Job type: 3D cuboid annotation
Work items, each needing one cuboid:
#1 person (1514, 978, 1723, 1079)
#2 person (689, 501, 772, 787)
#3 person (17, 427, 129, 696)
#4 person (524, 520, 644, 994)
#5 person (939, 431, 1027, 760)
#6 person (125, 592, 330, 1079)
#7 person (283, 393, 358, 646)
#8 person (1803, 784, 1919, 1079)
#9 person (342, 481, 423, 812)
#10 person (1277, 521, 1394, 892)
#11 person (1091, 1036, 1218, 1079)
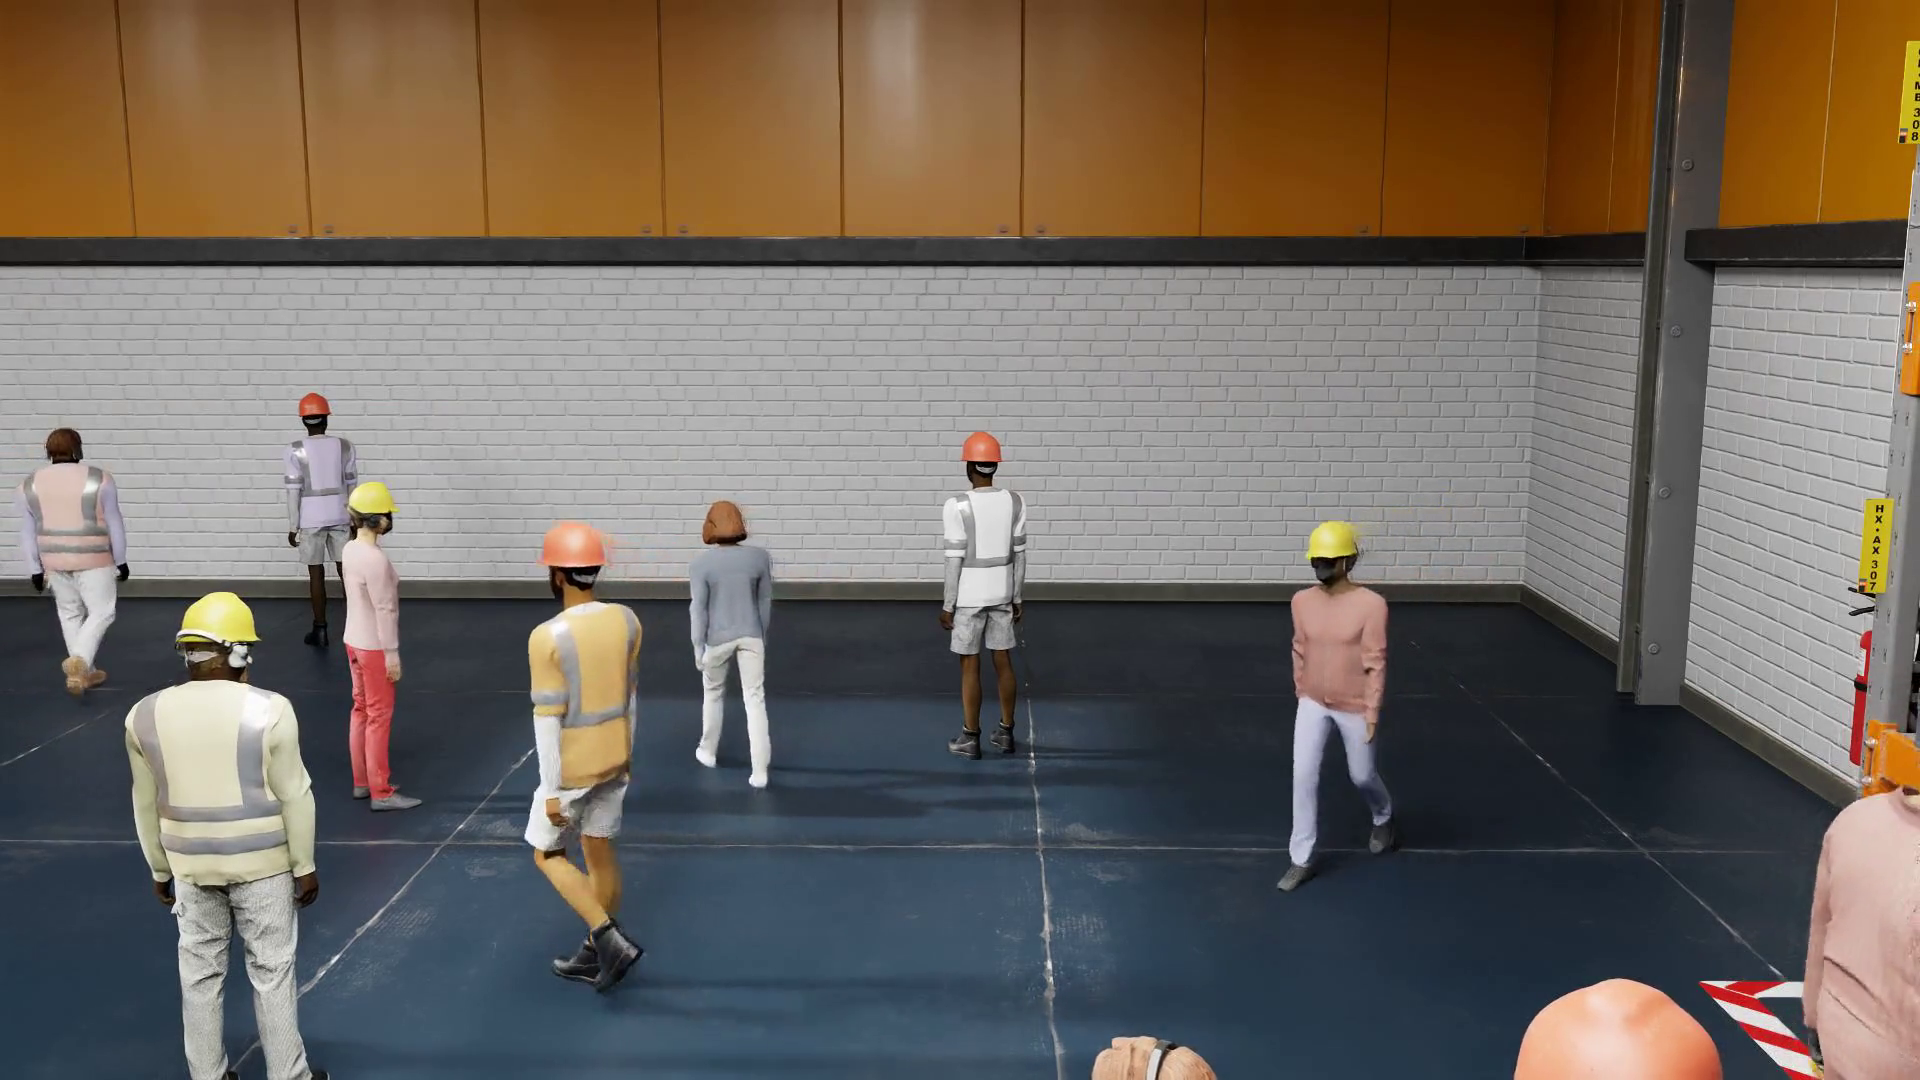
[{"bbox_3d":[0.802,1.548,2.182,0.368,2.048,0.608,-7,12,-37],"label":"person"},{"bbox_3d":[-1.274,0.575,9.400,0.507,1.580,0.842,-4,10,-23],"label":"person"},{"bbox_3d":[-5.966,0.156,11.198,0.632,1.826,0.716,-1,10,-6],"label":"person"},{"bbox_3d":[-1.449,0.878,6.568,0.515,1.922,0.551,7,12,37],"label":"person"},{"bbox_3d":[0.122,0.326,9.830,0.553,1.935,0.362,-5,11,-29],"label":"person"},{"bbox_3d":[-2.467,1.081,5.651,0.588,1.822,0.403,0,9,0],"label":"person"},{"bbox_3d":[-4.877,-0.155,12.718,0.547,1.934,0.375,-7,12,-38],"label":"person"},{"bbox_3d":[2.329,1.326,4.063,0.394,1.872,0.930,0,9,0],"label":"person"},{"bbox_3d":[-3.125,0.565,8.912,0.316,1.768,0.527,-7,12,-38],"label":"person"},{"bbox_3d":[1.823,0.750,7.913,0.518,1.730,0.828,7,12,36],"label":"person"},{"bbox_3d":[0.338,1.637,2.864,0.306,1.640,0.522,3,10,16],"label":"person"}]
